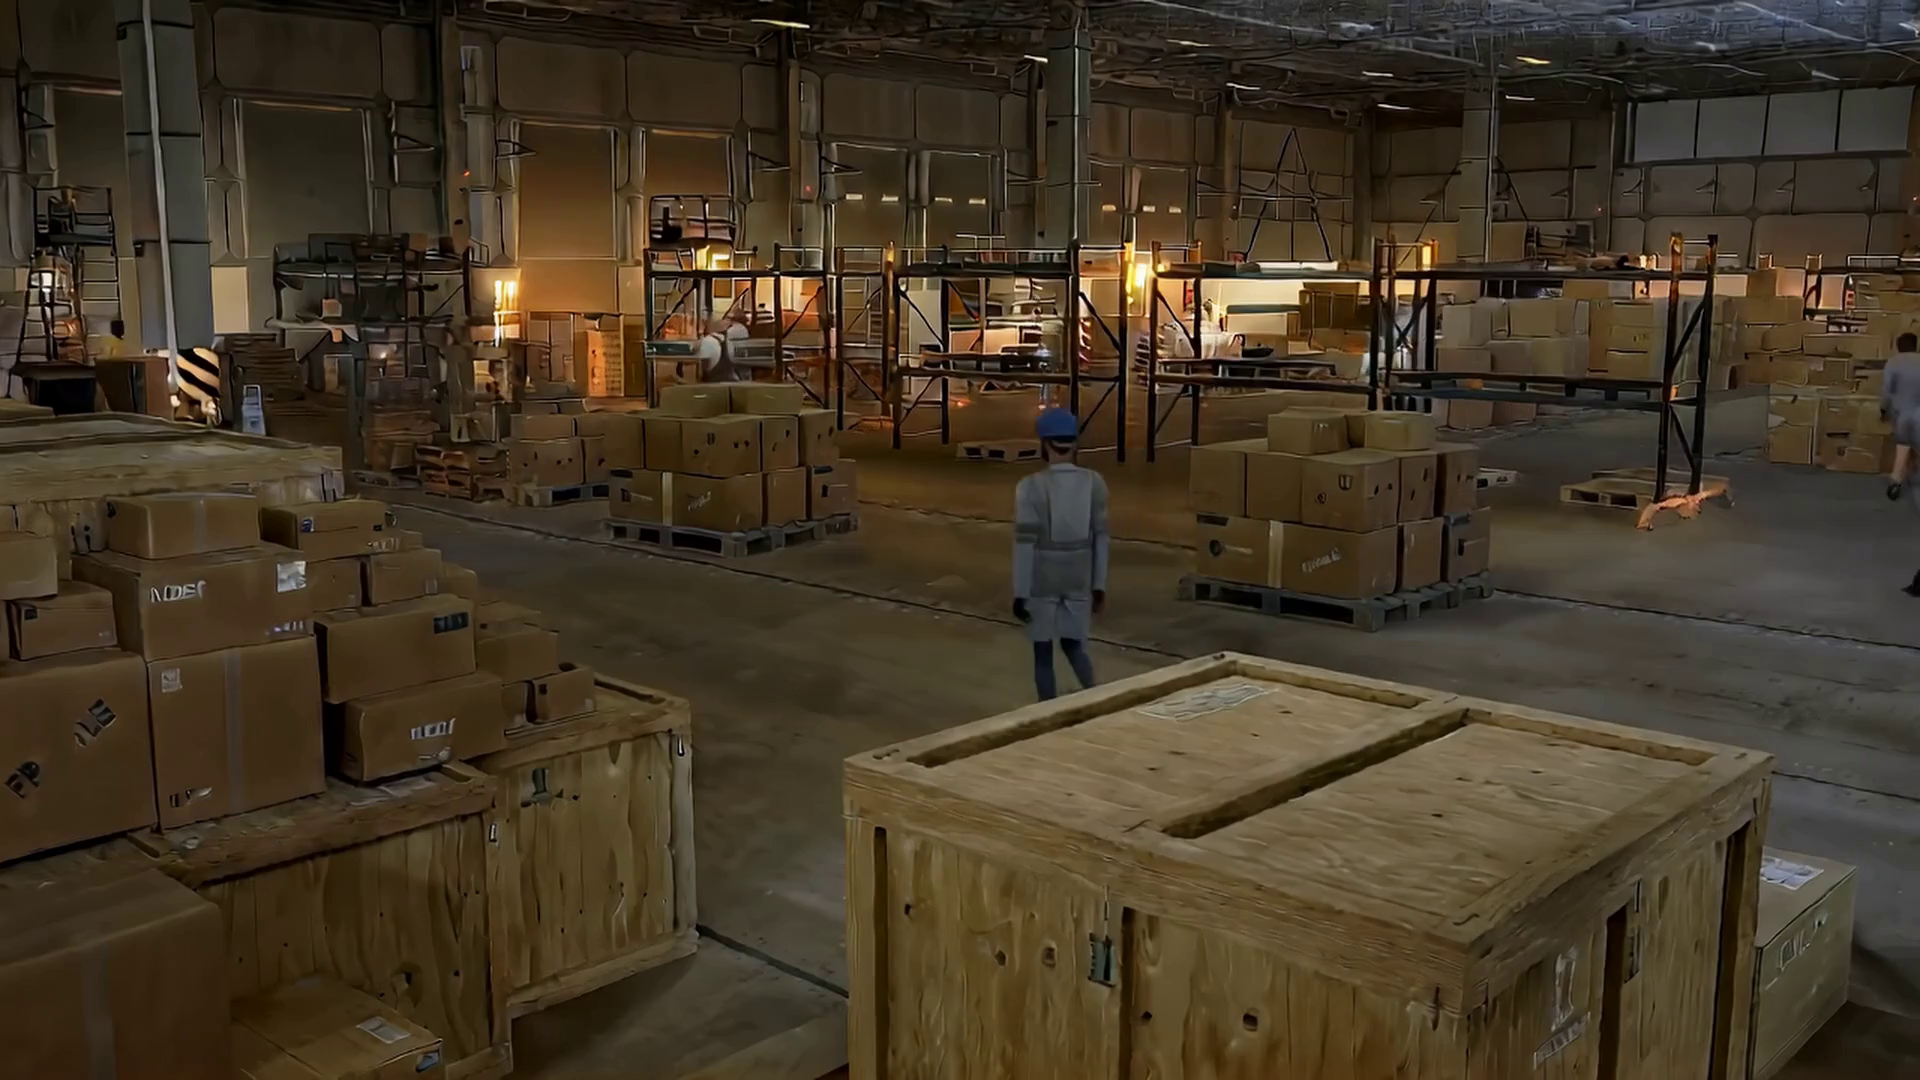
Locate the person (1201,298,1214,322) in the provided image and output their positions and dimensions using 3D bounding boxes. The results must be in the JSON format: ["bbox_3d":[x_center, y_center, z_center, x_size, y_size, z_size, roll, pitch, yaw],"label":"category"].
[{"bbox_3d":[6.132,-5.052,41.407,0.360,1.935,0.552,3,10,20],"label":"person"}]

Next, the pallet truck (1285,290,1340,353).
[{"bbox_3d":[11.297,-6.951,52.861,1.885,1.965,0.823,-5,11,-29],"label":"pallet truck"}]

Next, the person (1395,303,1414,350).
[{"bbox_3d":[9.516,-4.096,35.581,0.589,1.924,0.384,-4,10,-24],"label":"person"}]

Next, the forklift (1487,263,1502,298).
[{"bbox_3d":[14.873,-6.339,46.413,1.873,2.768,1.129,3,10,17],"label":"forklift"}]

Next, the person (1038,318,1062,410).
[{"bbox_3d":[1.715,-3.326,31.453,0.484,1.735,0.335,-5,10,-27],"label":"person"}]

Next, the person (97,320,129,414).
[{"bbox_3d":[-14.043,-2.759,27.789,0.942,1.796,0.633,-2,9,-11],"label":"person"}]

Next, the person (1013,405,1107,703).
[{"bbox_3d":[0.558,0.225,9.094,0.559,1.923,0.599,-4,10,-26],"label":"person"}]

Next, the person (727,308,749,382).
[{"bbox_3d":[-4.117,-3.353,31.019,0.367,1.931,0.630,-6,11,-34],"label":"person"}]

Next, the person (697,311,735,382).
[{"bbox_3d":[-3.704,-2.514,25.526,0.786,2.000,0.688,8,12,39],"label":"person"}]

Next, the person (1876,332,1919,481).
[{"bbox_3d":[11.667,-1.592,20.392,0.673,1.889,1.019,-1,9,-6],"label":"person"}]

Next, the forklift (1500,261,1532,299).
[{"bbox_3d":[12.654,-4.978,38.067,1.873,2.768,1.129,9,13,43],"label":"forklift"}]

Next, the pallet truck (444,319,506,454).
[{"bbox_3d":[-6.981,-1.942,22.150,1.885,1.965,0.823,1,9,9],"label":"pallet truck"}]

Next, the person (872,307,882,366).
[{"bbox_3d":[-2.188,-5.400,44.483,0.324,1.631,0.522,-1,9,-6],"label":"person"}]

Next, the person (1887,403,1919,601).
[{"bbox_3d":[7.976,-0.496,13.564,1.026,1.920,0.599,-7,12,-36],"label":"person"}]
